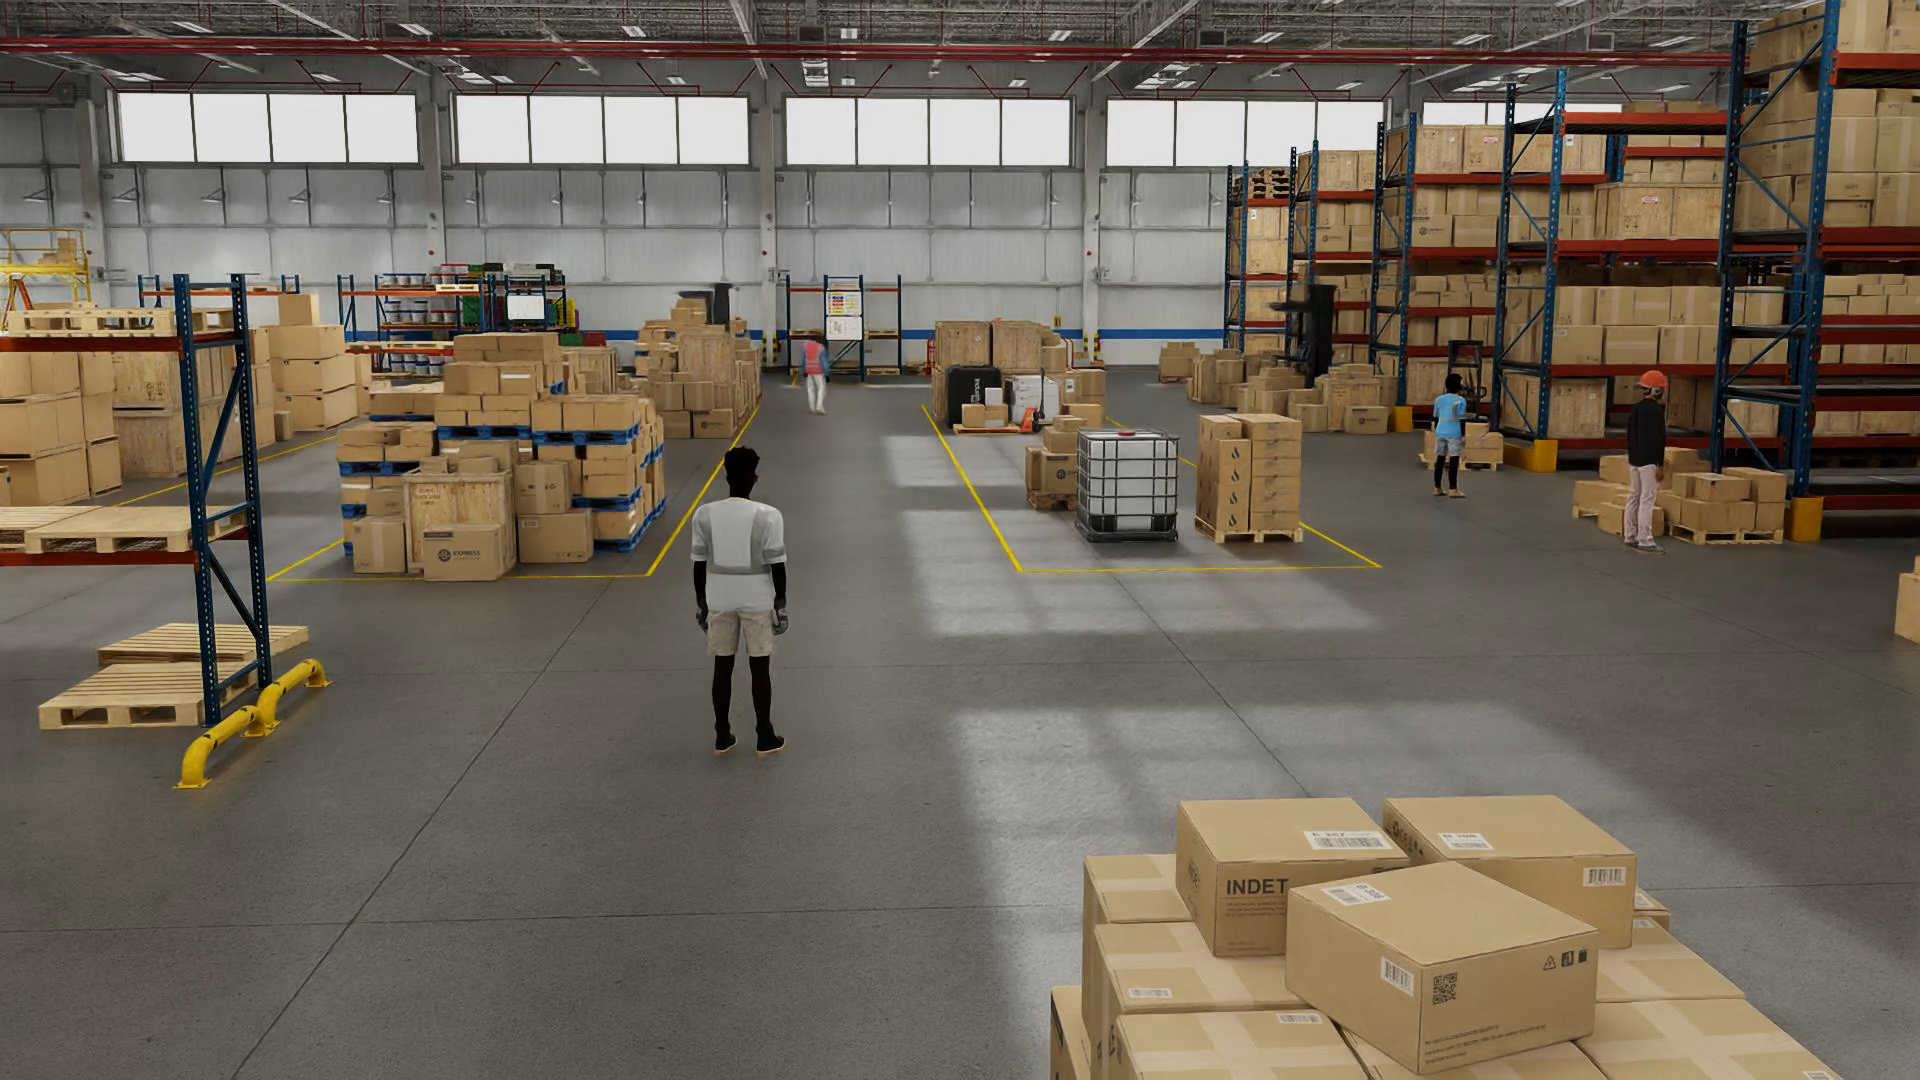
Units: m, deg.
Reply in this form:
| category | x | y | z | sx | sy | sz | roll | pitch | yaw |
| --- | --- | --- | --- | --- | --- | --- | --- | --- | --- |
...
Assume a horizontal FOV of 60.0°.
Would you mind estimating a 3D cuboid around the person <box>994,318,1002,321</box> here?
| category | x | y | z | sx | sy | sz | roll | pitch | yaw |
| --- | --- | --- | --- | --- | --- | --- | --- | --- | --- |
| person | 0.969 | -4.710 | 42.552 | 0.362 | 1.939 | 0.543 | -4 | 10 | -23 |

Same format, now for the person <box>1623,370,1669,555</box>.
| category | x | y | z | sx | sy | sz | roll | pitch | yaw |
| --- | --- | --- | --- | --- | --- | --- | --- | --- | --- |
| person | 7.479 | -0.845 | 18.100 | 0.372 | 1.997 | 0.611 | -1 | 9 | -7 |

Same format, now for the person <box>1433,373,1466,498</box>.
| category | x | y | z | sx | sy | sz | roll | pitch | yaw |
| --- | --- | --- | --- | --- | --- | --- | --- | --- | --- |
| person | 6.663 | -1.416 | 22.621 | 0.322 | 1.696 | 0.536 | -6 | 11 | -32 |

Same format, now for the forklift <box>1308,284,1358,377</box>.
| category | x | y | z | sx | sy | sz | roll | pitch | yaw |
| --- | --- | --- | --- | --- | --- | --- | --- | --- | --- |
| forklift | 7.810 | -4.131 | 35.970 | 1.873 | 2.768 | 1.129 | -1 | 9 | -4 |

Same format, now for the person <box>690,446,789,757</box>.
| category | x | y | z | sx | sy | sz | roll | pitch | yaw |
| --- | --- | --- | --- | --- | --- | --- | --- | --- | --- |
| person | -1.374 | 0.387 | 10.457 | 0.613 | 1.963 | 0.362 | 2 | 9 | 10 |

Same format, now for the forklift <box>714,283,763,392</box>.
| category | x | y | z | sx | sy | sz | roll | pitch | yaw |
| --- | --- | --- | --- | --- | --- | --- | --- | --- | --- |
| forklift | -5.929 | -5.050 | 41.738 | 1.873 | 2.768 | 1.129 | -1 | 9 | -4 |

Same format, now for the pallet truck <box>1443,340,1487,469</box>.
| category | x | y | z | sx | sy | sz | roll | pitch | yaw |
| --- | --- | --- | --- | --- | --- | --- | --- | --- | --- |
| pallet truck | 8.004 | -2.170 | 26.422 | 0.823 | 1.965 | 1.885 | 2 | 9 | 14 |

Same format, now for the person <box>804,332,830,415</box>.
| category | x | y | z | sx | sy | sz | roll | pitch | yaw |
| --- | --- | --- | --- | --- | --- | --- | --- | --- | --- |
| person | -3.094 | -3.601 | 36.039 | 0.697 | 1.808 | 0.432 | 6 | 11 | 33 |
